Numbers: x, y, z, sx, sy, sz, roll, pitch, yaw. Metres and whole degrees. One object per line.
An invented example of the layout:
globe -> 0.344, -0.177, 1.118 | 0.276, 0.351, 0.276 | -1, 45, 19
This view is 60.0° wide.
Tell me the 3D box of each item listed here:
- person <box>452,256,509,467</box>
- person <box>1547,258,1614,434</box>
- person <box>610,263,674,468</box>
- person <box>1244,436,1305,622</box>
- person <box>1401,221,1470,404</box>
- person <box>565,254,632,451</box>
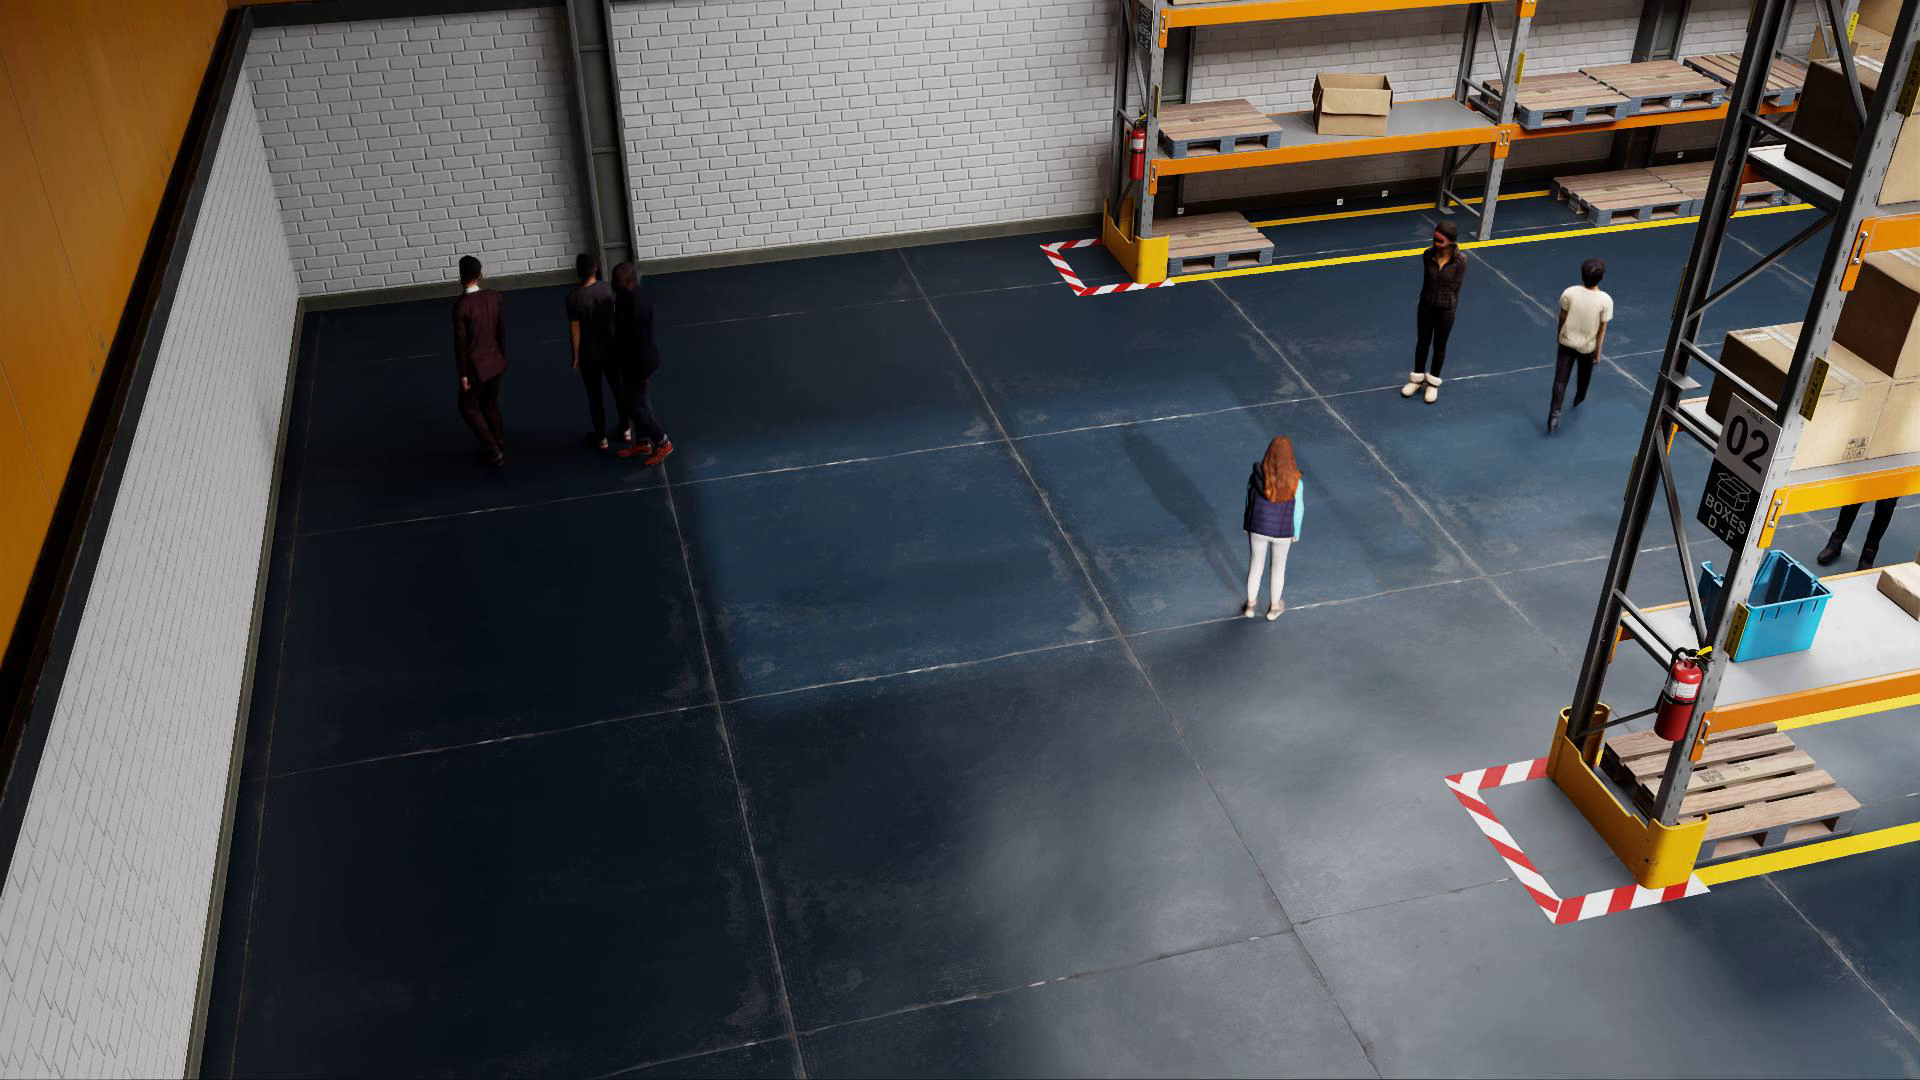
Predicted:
person -> -3.927, -1.431, 13.864 | 0.916, 1.830, 0.843 | 17, 37, 24
person -> 5.343, -1.650, 14.443 | 1.008, 1.554, 1.052 | 17, 37, 24
person -> -2.669, -1.495, 13.973 | 0.699, 1.815, 0.712 | -10, 35, -15
person -> 2.270, -0.093, 12.149 | 0.671, 1.499, 0.747 | 12, 35, 17
person -> 4.313, -2.102, 15.023 | 0.720, 1.664, 0.780 | -13, 36, -19
person -> -3.085, -1.611, 14.195 | 0.595, 1.763, 0.770 | -21, 39, -28
